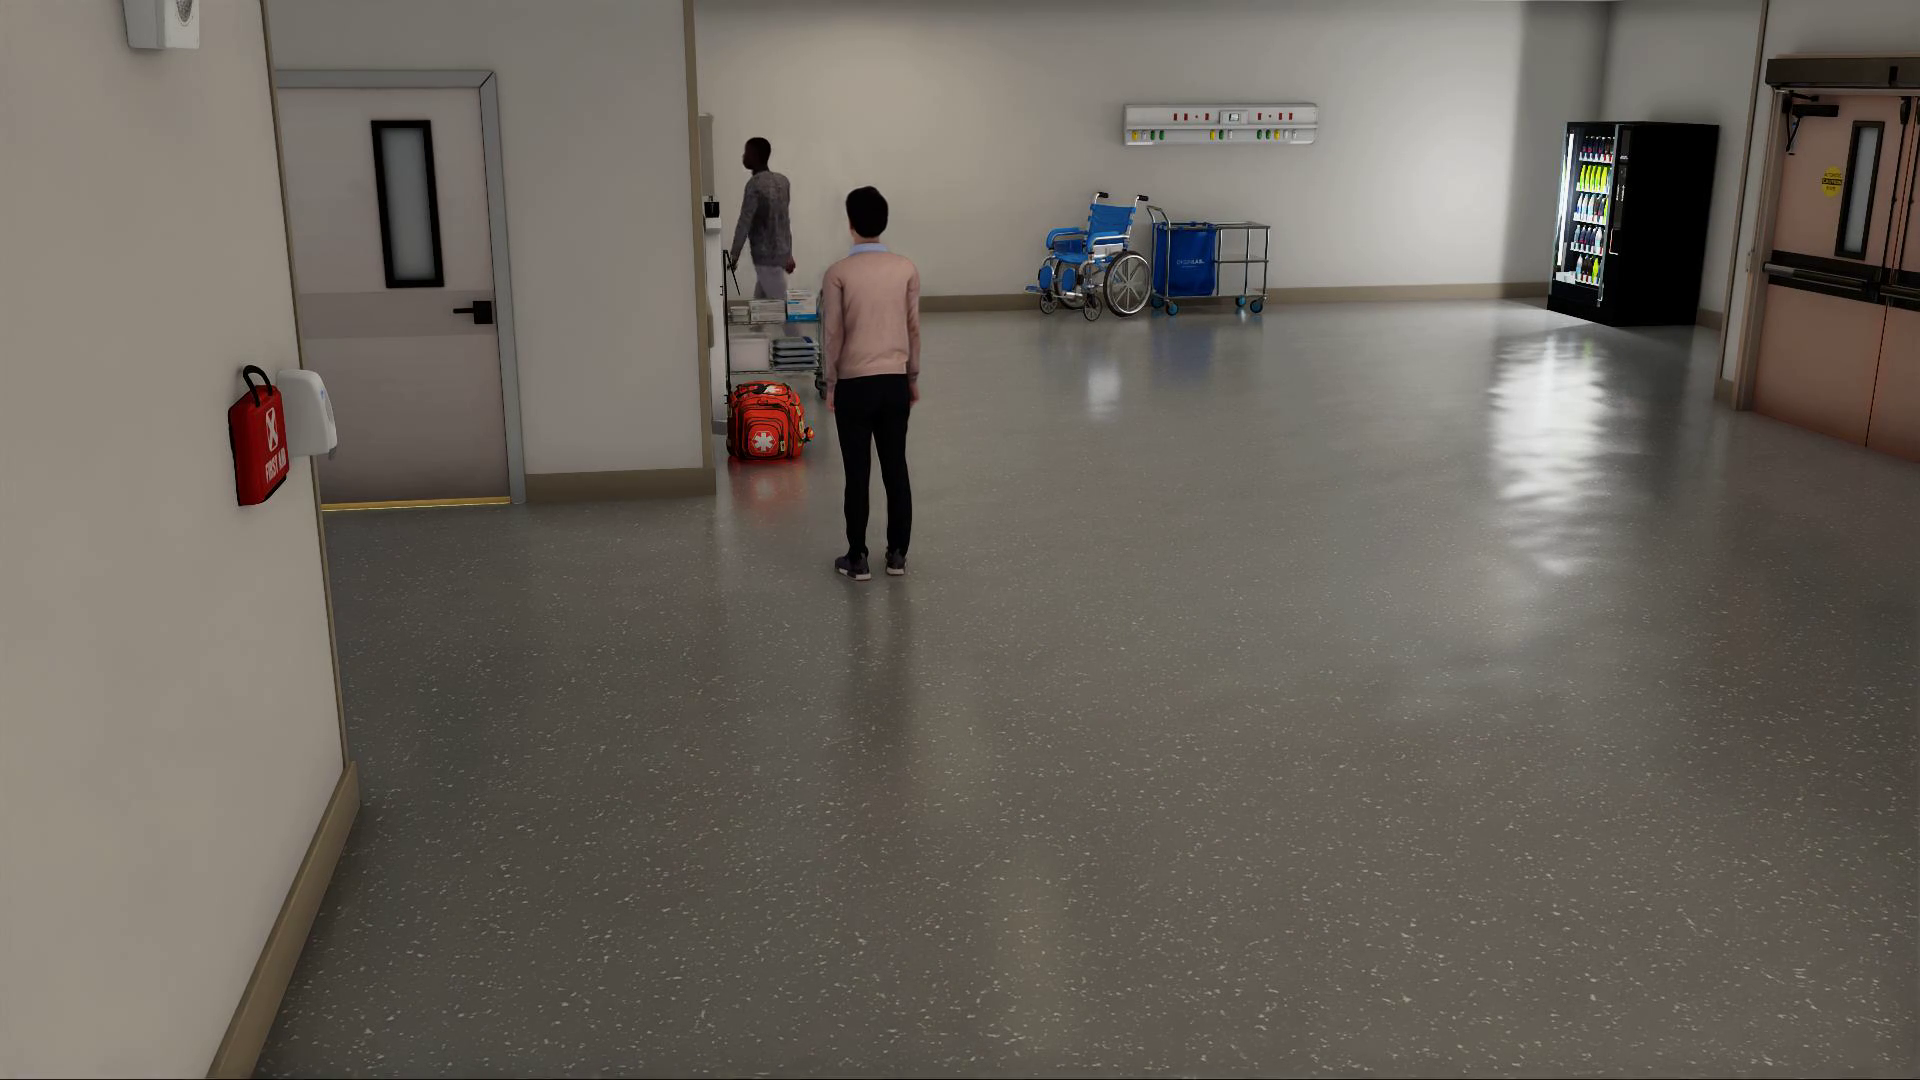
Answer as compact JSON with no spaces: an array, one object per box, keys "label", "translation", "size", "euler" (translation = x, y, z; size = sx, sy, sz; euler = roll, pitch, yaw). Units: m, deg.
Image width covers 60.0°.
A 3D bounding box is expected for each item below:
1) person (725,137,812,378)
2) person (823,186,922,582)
[{"label":"person","translation":[-1.353,-2.114,12.653],"size":[1.007,1.803,1.094],"euler":[4,16,14]},{"label":"person","translation":[-0.411,-0.720,7.695],"size":[0.665,1.810,0.612],"euler":[-6,17,-20]}]
